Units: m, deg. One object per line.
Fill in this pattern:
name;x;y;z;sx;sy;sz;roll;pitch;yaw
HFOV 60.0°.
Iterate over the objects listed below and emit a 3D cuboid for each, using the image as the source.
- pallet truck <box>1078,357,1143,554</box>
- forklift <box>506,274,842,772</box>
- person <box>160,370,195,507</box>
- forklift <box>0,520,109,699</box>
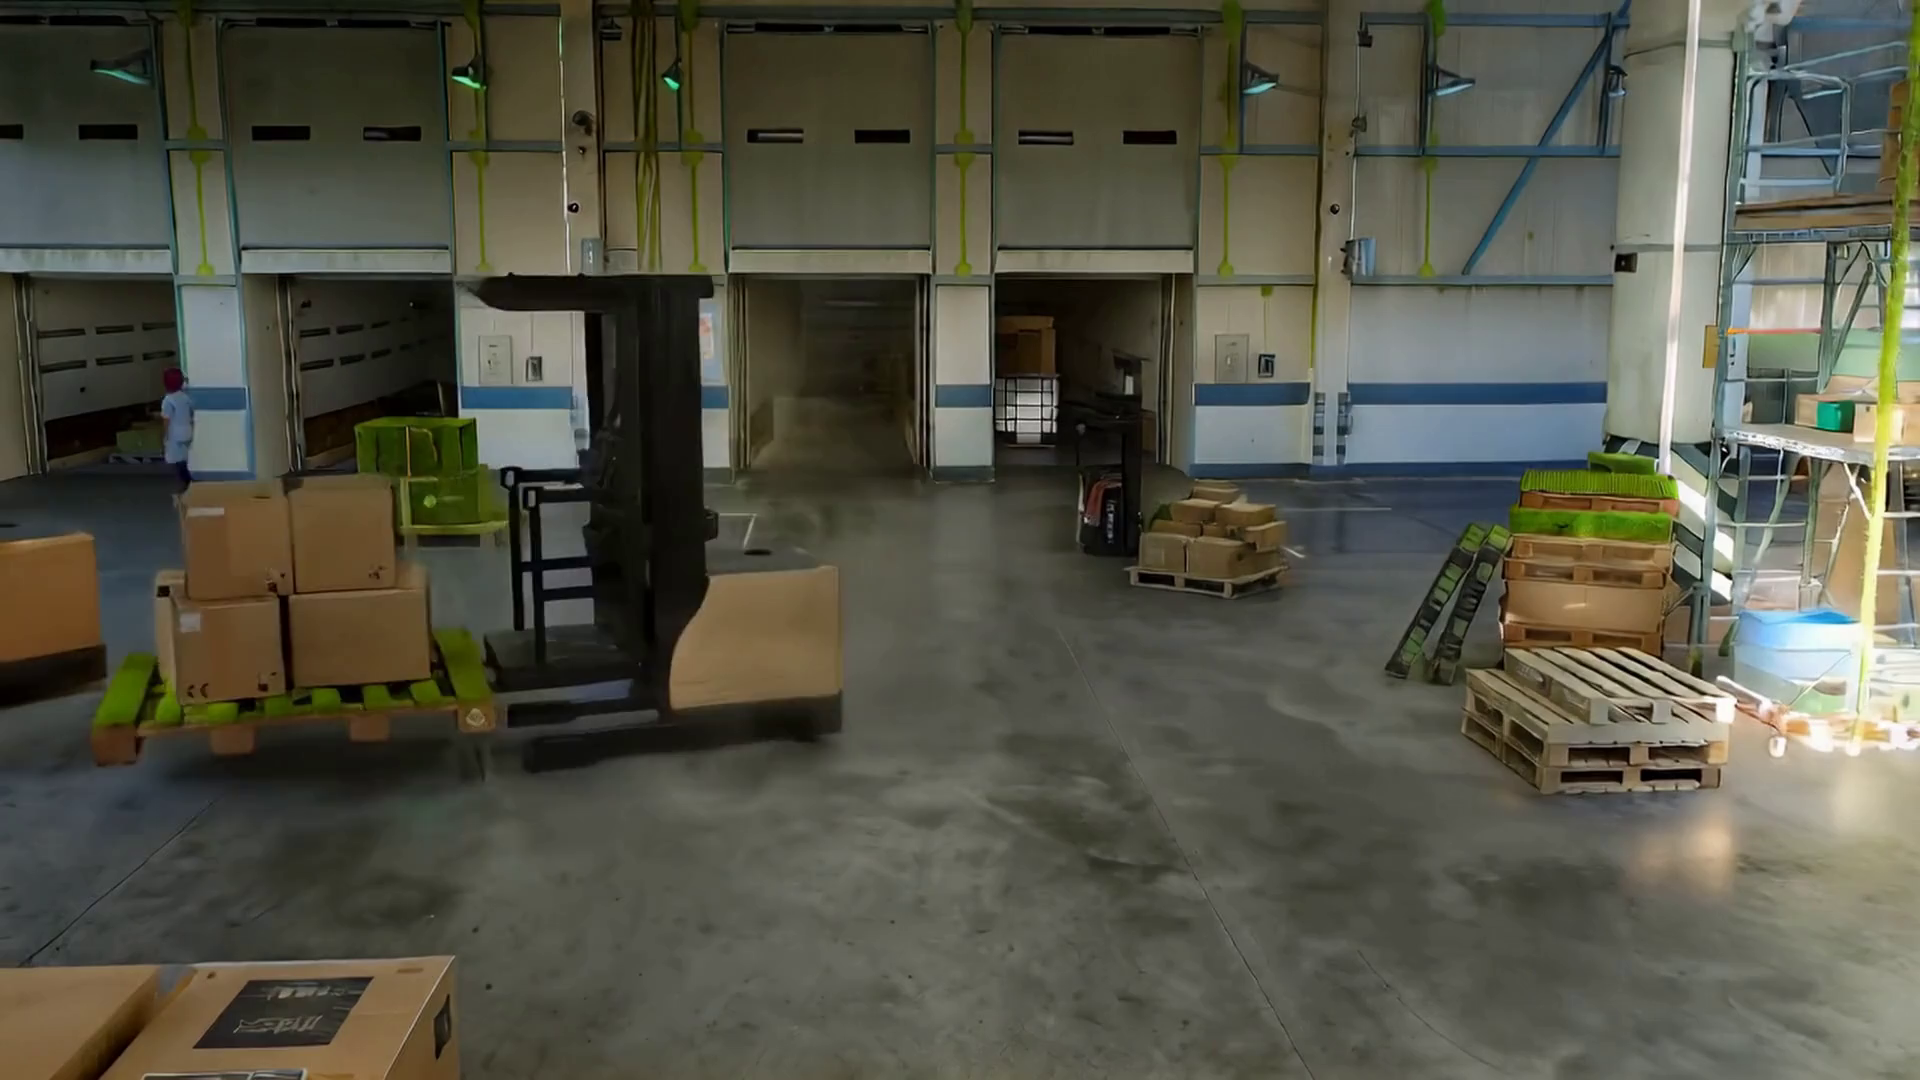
pallet truck;2.088;-0.836;16.757;1.885;1.965;0.823;2;9;13
forklift;-1.742;-0.191;9.944;1.873;2.768;1.129;-3;10;-21
person;-9.416;-1.217;20.115;0.421;1.683;0.545;1;9;7
forklift;-6.798;-0.330;10.821;1.129;2.768;1.873;9;13;44
